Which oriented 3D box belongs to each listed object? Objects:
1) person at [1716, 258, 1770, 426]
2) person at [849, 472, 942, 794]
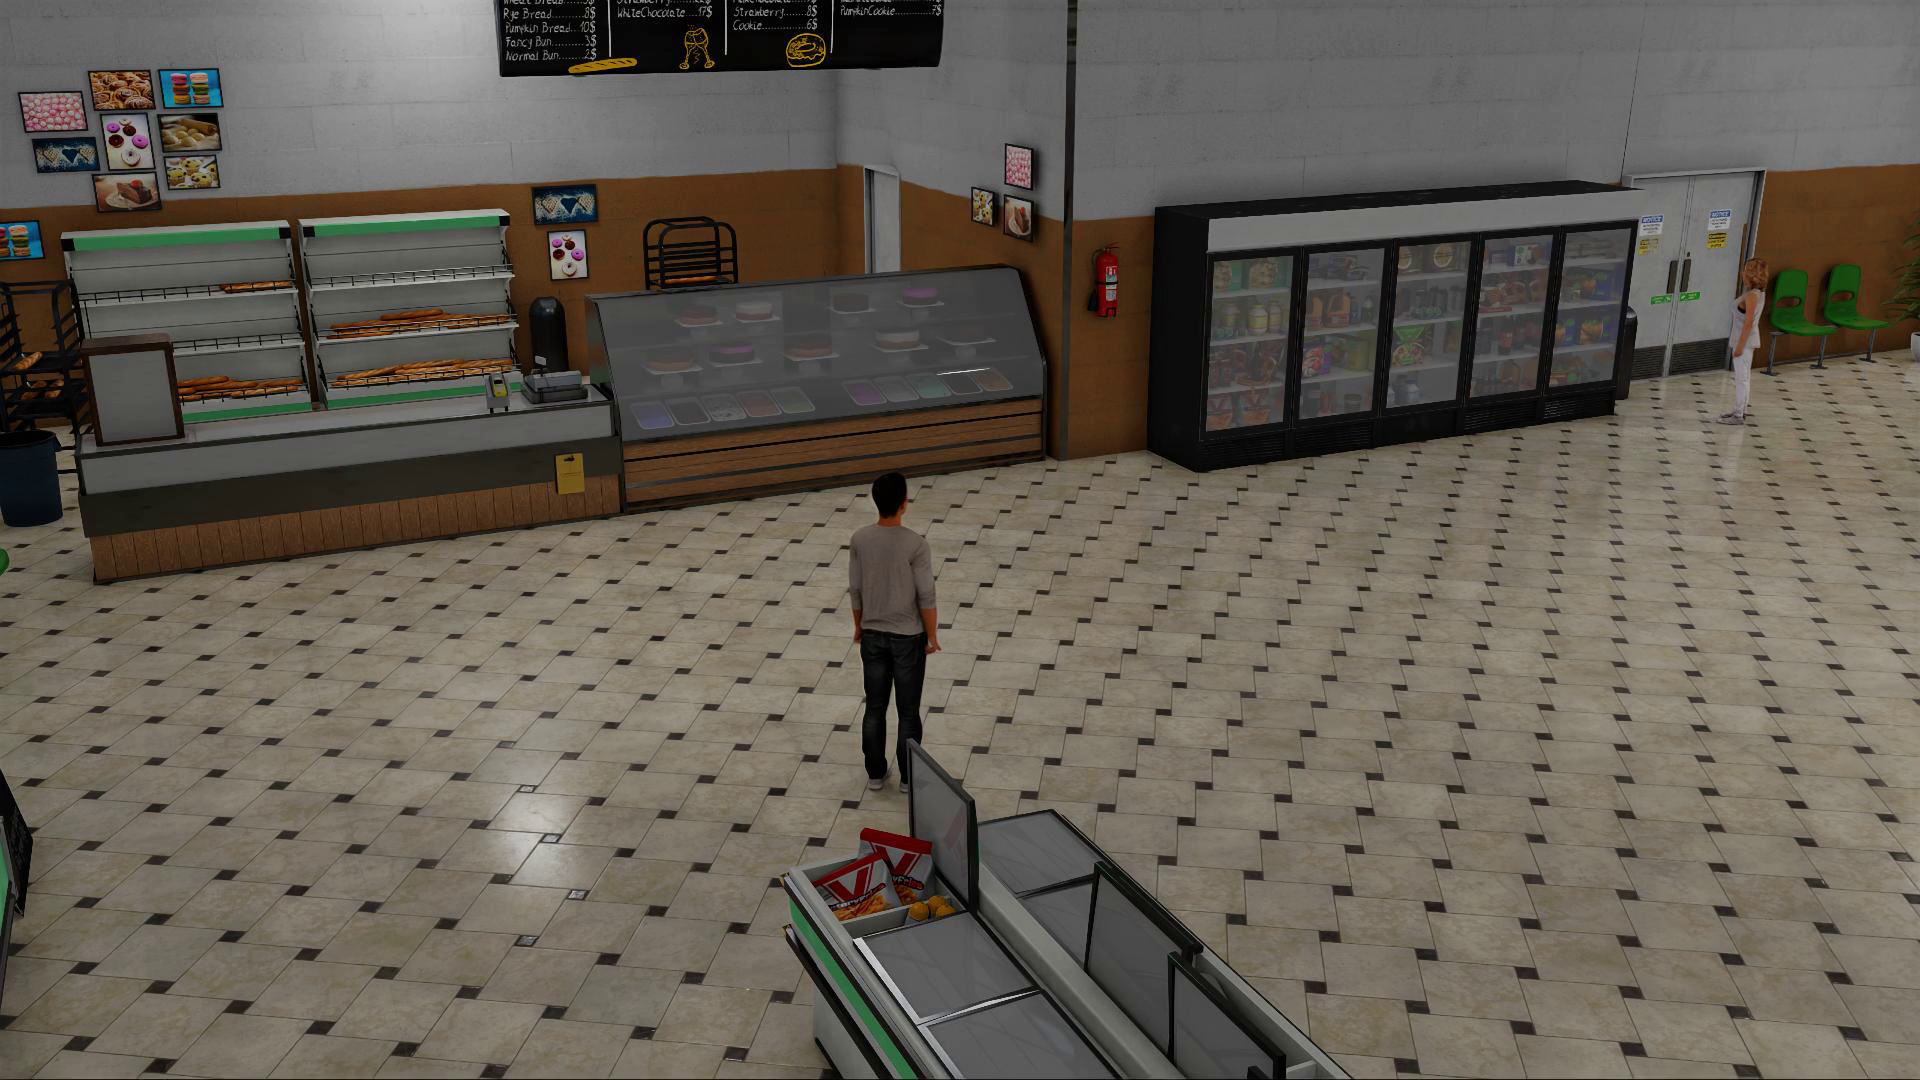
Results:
[{"bbox_3d":[7.878,-1.994,16.676,0.710,1.670,0.689,11,22,30],"label":"person"},{"bbox_3d":[-0.368,0.509,9.031,0.721,1.812,0.779,6,20,18],"label":"person"}]
